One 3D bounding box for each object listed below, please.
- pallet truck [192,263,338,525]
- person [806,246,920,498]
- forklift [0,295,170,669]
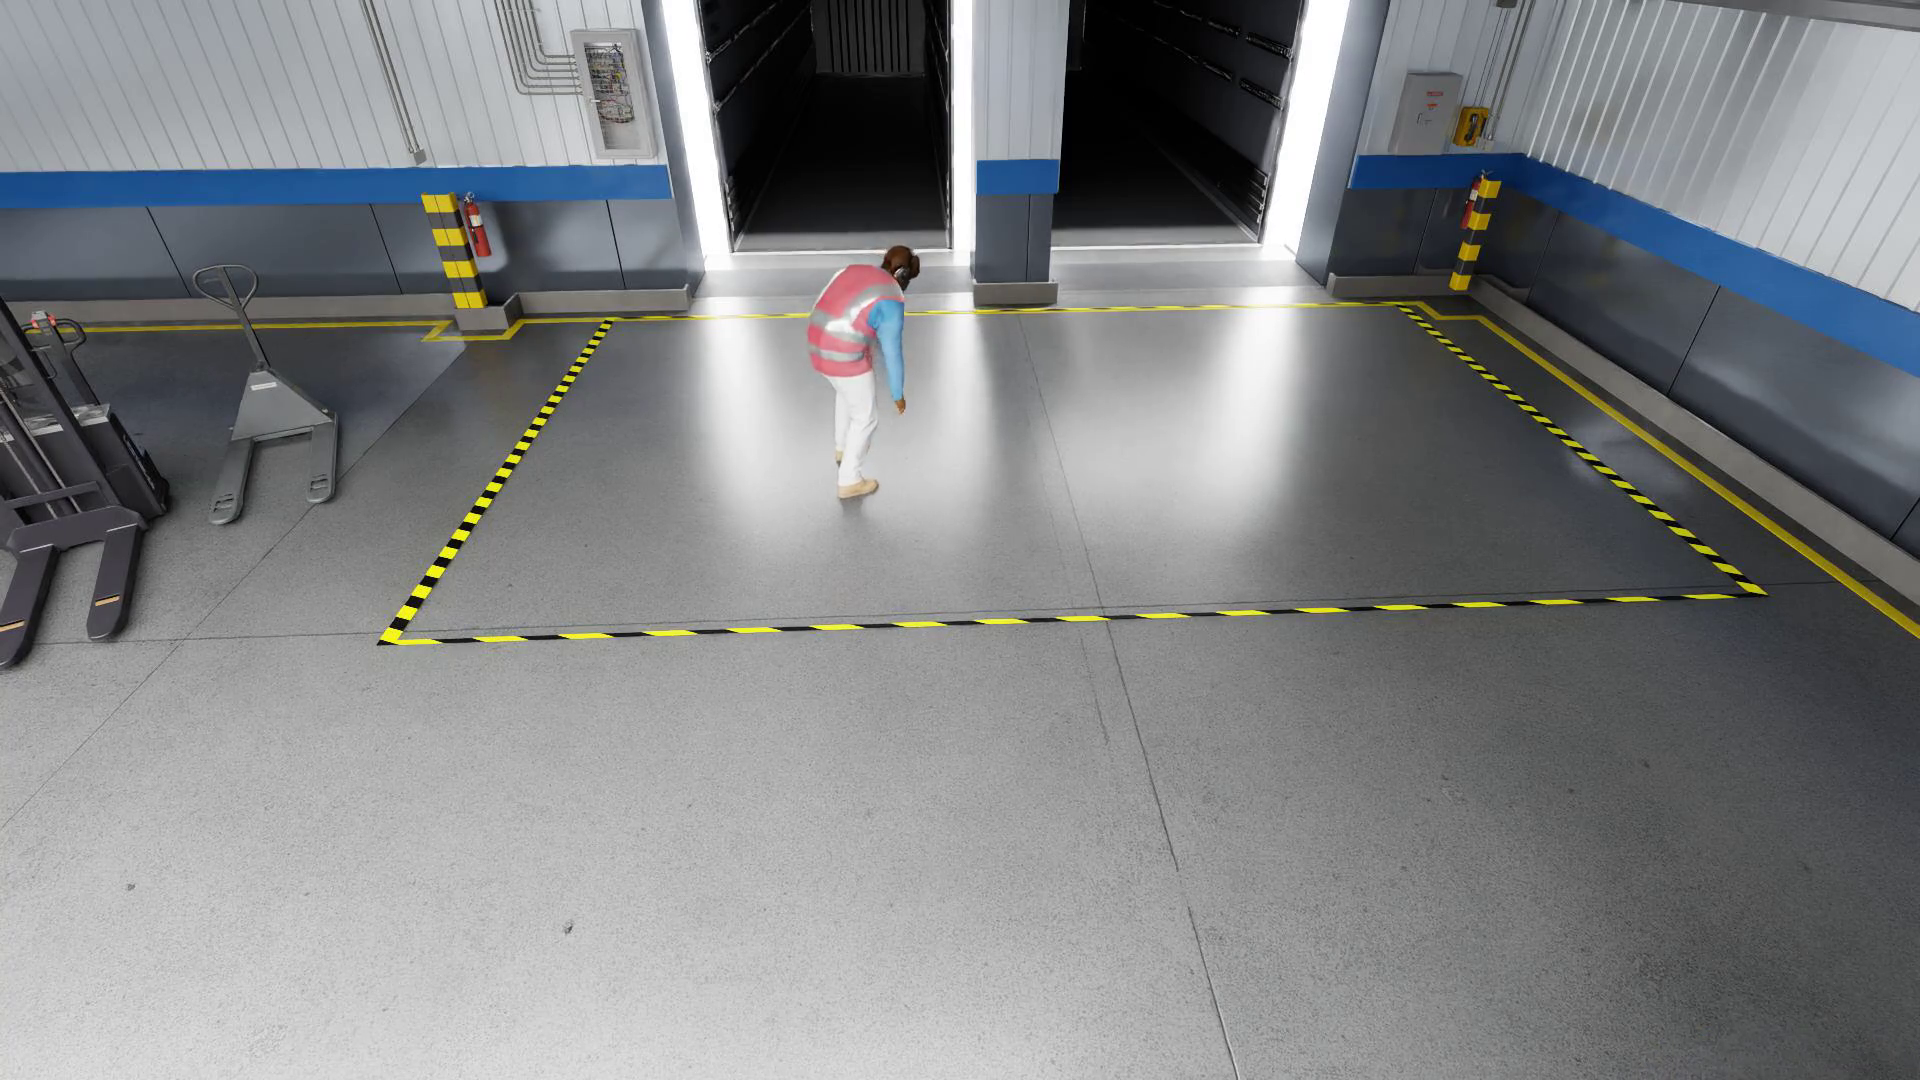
[{"bbox_3d":[-4.778,-1.027,6.128,0.680,1.201,1.601,-17,38,-23],"label":"pallet truck"},{"bbox_3d":[-0.605,-1.122,6.045,0.858,1.510,0.780,-27,43,-33],"label":"person"},{"bbox_3d":[-5.212,-0.618,4.878,0.823,1.965,1.885,-20,39,-26],"label":"forklift"}]
